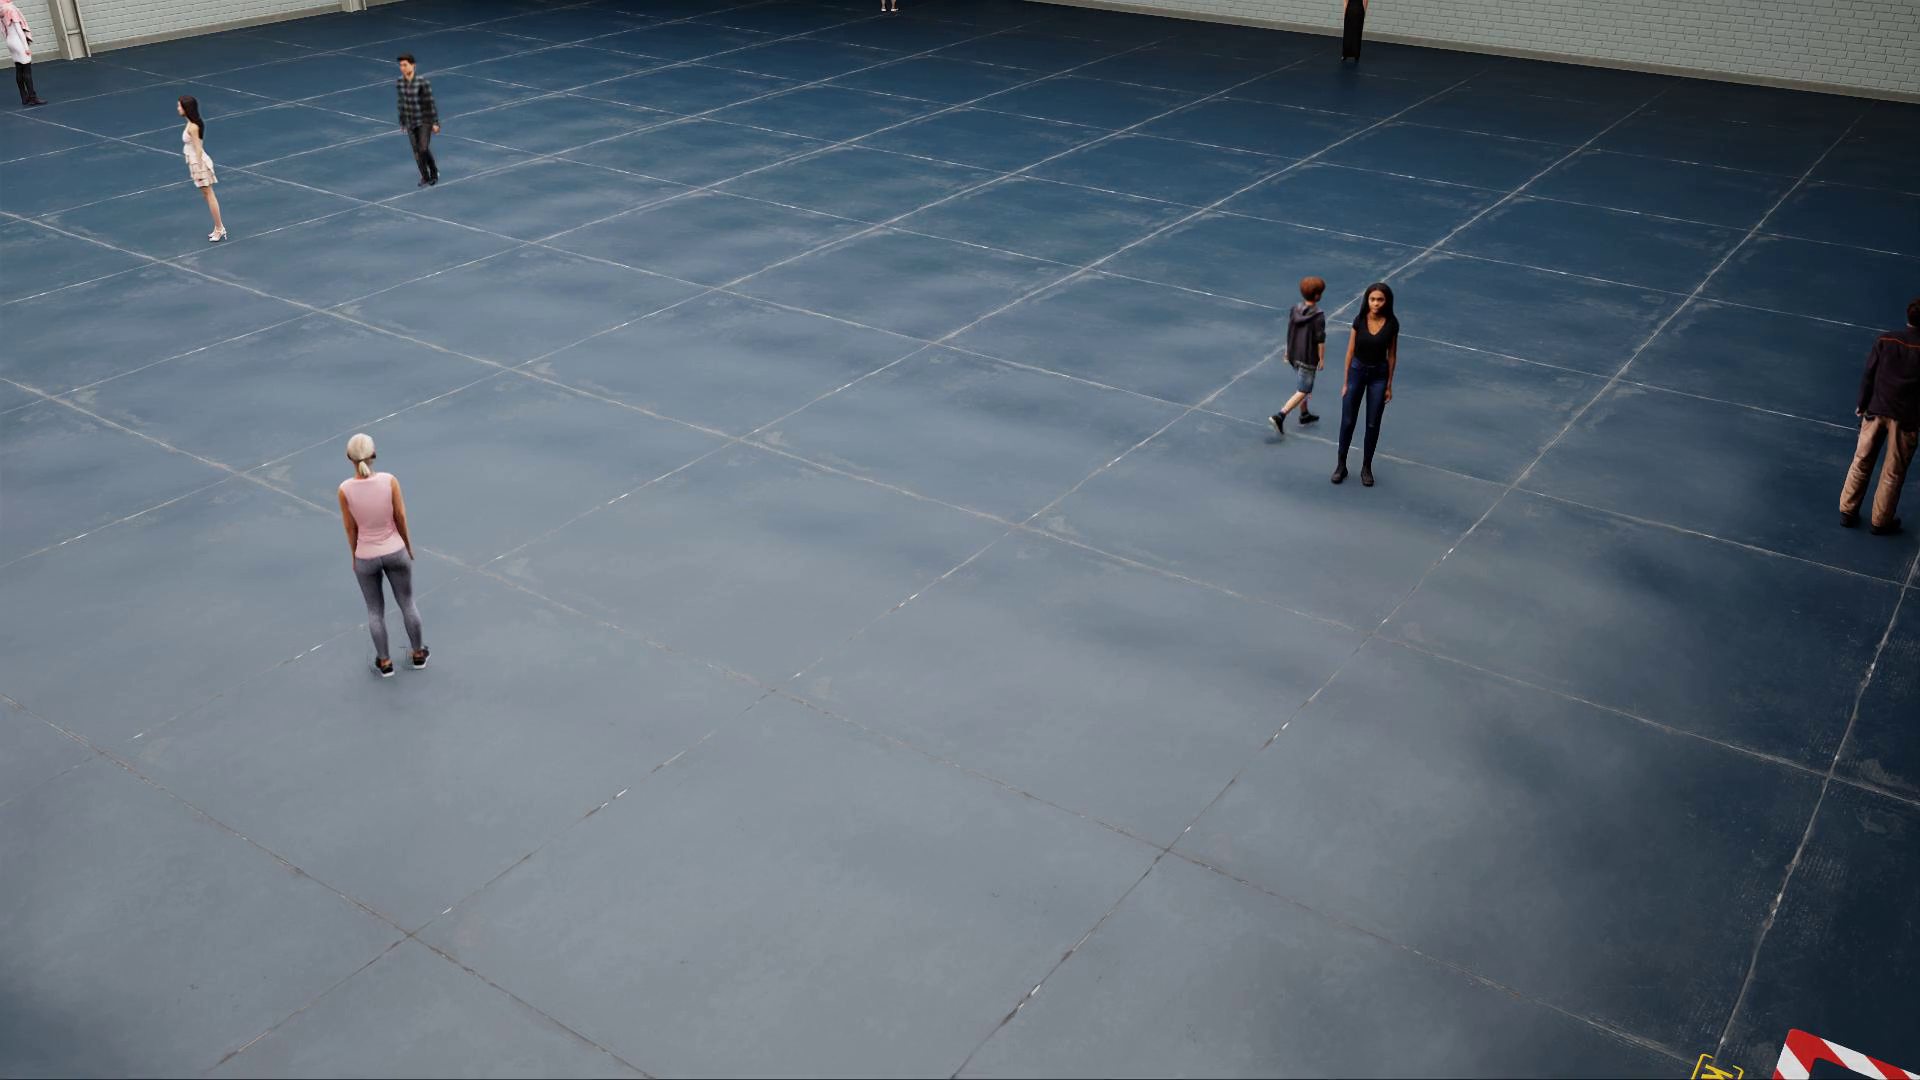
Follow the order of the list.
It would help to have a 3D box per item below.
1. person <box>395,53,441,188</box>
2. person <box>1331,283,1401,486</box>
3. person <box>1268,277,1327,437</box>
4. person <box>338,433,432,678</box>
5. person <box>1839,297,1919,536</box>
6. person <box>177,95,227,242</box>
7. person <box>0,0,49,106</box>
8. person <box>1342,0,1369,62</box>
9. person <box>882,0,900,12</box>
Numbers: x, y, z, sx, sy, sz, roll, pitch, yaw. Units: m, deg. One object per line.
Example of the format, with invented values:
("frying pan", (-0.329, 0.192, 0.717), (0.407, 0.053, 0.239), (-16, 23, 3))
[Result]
("person", (-6.964, -5.436, 21.468), (0.783, 1.703, 0.739), (6, 28, 12))
("person", (3.375, -1.305, 13.770), (0.638, 1.739, 0.637), (7, 28, 13))
("person", (2.995, -1.603, 14.690), (0.989, 1.425, 0.723), (-18, 32, -31))
("person", (-3.851, 0.101, 11.056), (0.594, 1.725, 0.693), (-11, 29, -20))
("person", (7.247, -0.973, 12.922), (0.662, 1.925, 0.744), (-24, 36, -38))
("person", (-9.046, -4.433, 19.849), (0.695, 1.734, 0.661), (-10, 29, -18))
("person", (-14.949, -7.834, 26.378), (0.638, 1.803, 0.604), (15, 31, 27))
("person", (6.996, -9.321, 29.485), (0.656, 1.604, 0.665), (2, 27, 4))
("person", (-1.480, -11.705, 34.063), (0.677, 1.651, 0.684), (2, 27, 5))
